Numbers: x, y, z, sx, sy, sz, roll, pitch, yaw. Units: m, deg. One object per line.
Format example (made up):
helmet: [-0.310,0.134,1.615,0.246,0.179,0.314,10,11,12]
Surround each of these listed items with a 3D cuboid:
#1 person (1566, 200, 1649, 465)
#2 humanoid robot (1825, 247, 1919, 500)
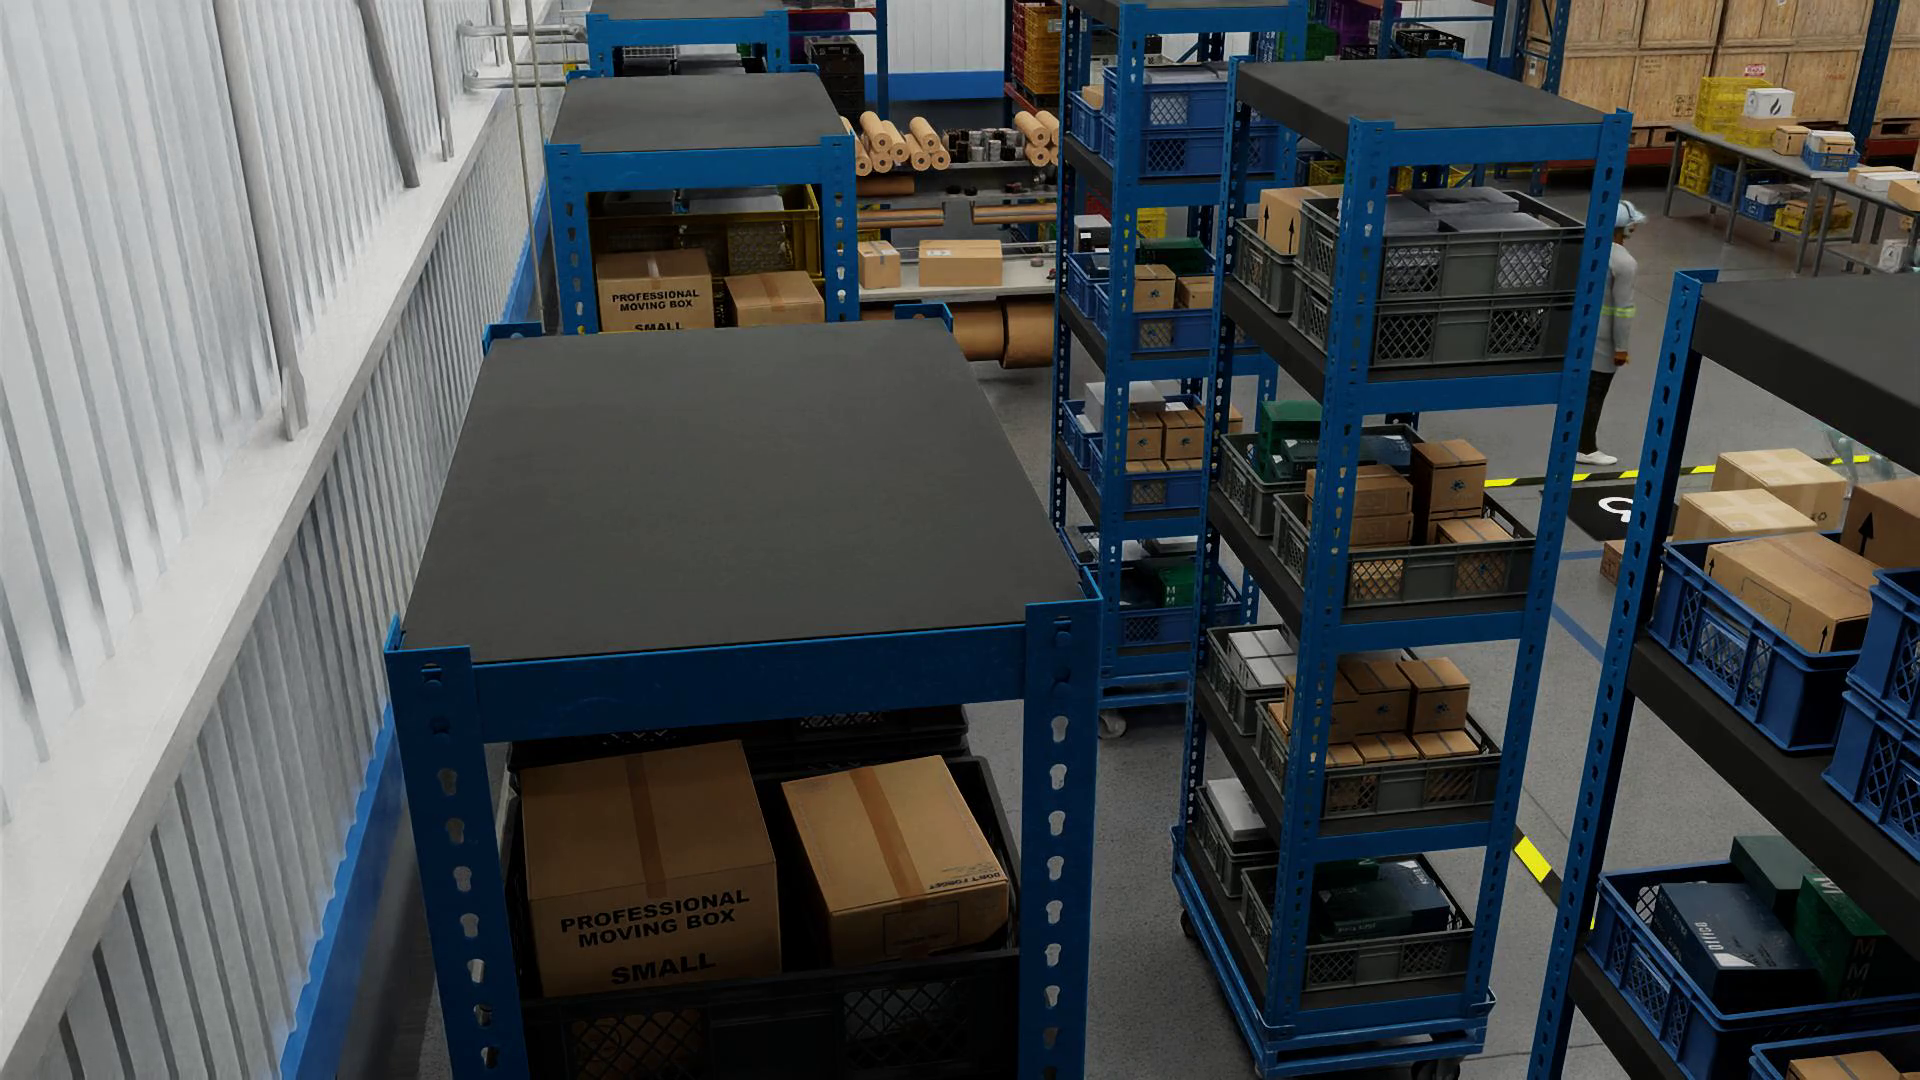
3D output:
person: [4.465,-1.435,11.523,0.386,1.850,0.598,-6,25,-12]
humanoid robot: [5.988,-1.015,10.738,0.874,1.754,0.545,-10,26,-20]
